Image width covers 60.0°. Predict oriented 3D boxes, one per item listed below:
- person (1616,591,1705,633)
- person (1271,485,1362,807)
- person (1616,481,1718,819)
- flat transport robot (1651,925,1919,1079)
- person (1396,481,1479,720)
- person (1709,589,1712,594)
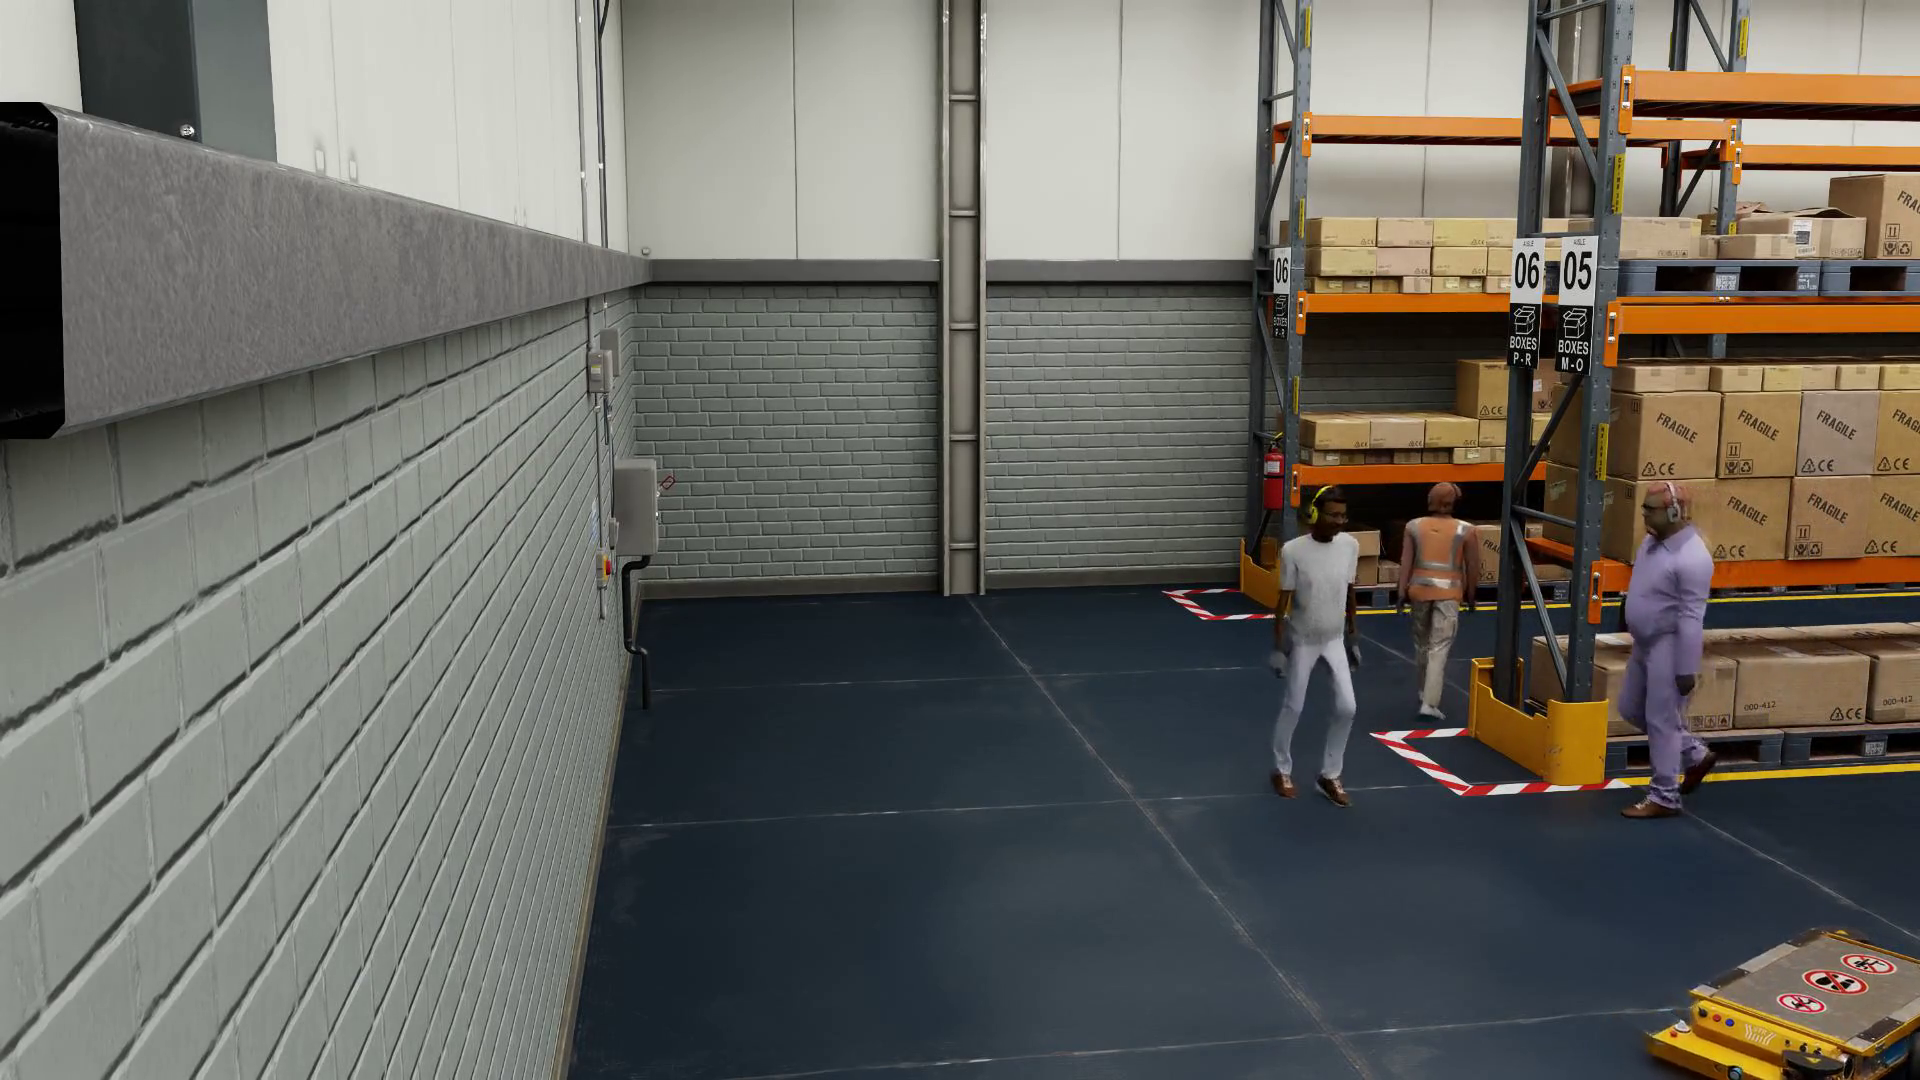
[{"bbox_3d":[5.094,0.110,12.025,1.104,1.982,0.617,-3,10,-20],"label":"person"},{"bbox_3d":[2.040,0.599,9.427,0.552,1.836,0.690,-3,10,-15],"label":"person"},{"bbox_3d":[3.945,0.607,9.201,0.531,1.892,0.688,0,9,2],"label":"person"},{"bbox_3d":[3.400,1.850,6.530,1.431,0.197,0.652,-7,12,-38],"label":"flat transport robot"},{"bbox_3d":[3.263,0.404,11.400,0.533,1.600,0.801,5,11,29],"label":"person"},{"bbox_3d":[5.697,-0.021,13.079,0.493,1.897,0.628,-2,9,-11],"label":"person"}]
